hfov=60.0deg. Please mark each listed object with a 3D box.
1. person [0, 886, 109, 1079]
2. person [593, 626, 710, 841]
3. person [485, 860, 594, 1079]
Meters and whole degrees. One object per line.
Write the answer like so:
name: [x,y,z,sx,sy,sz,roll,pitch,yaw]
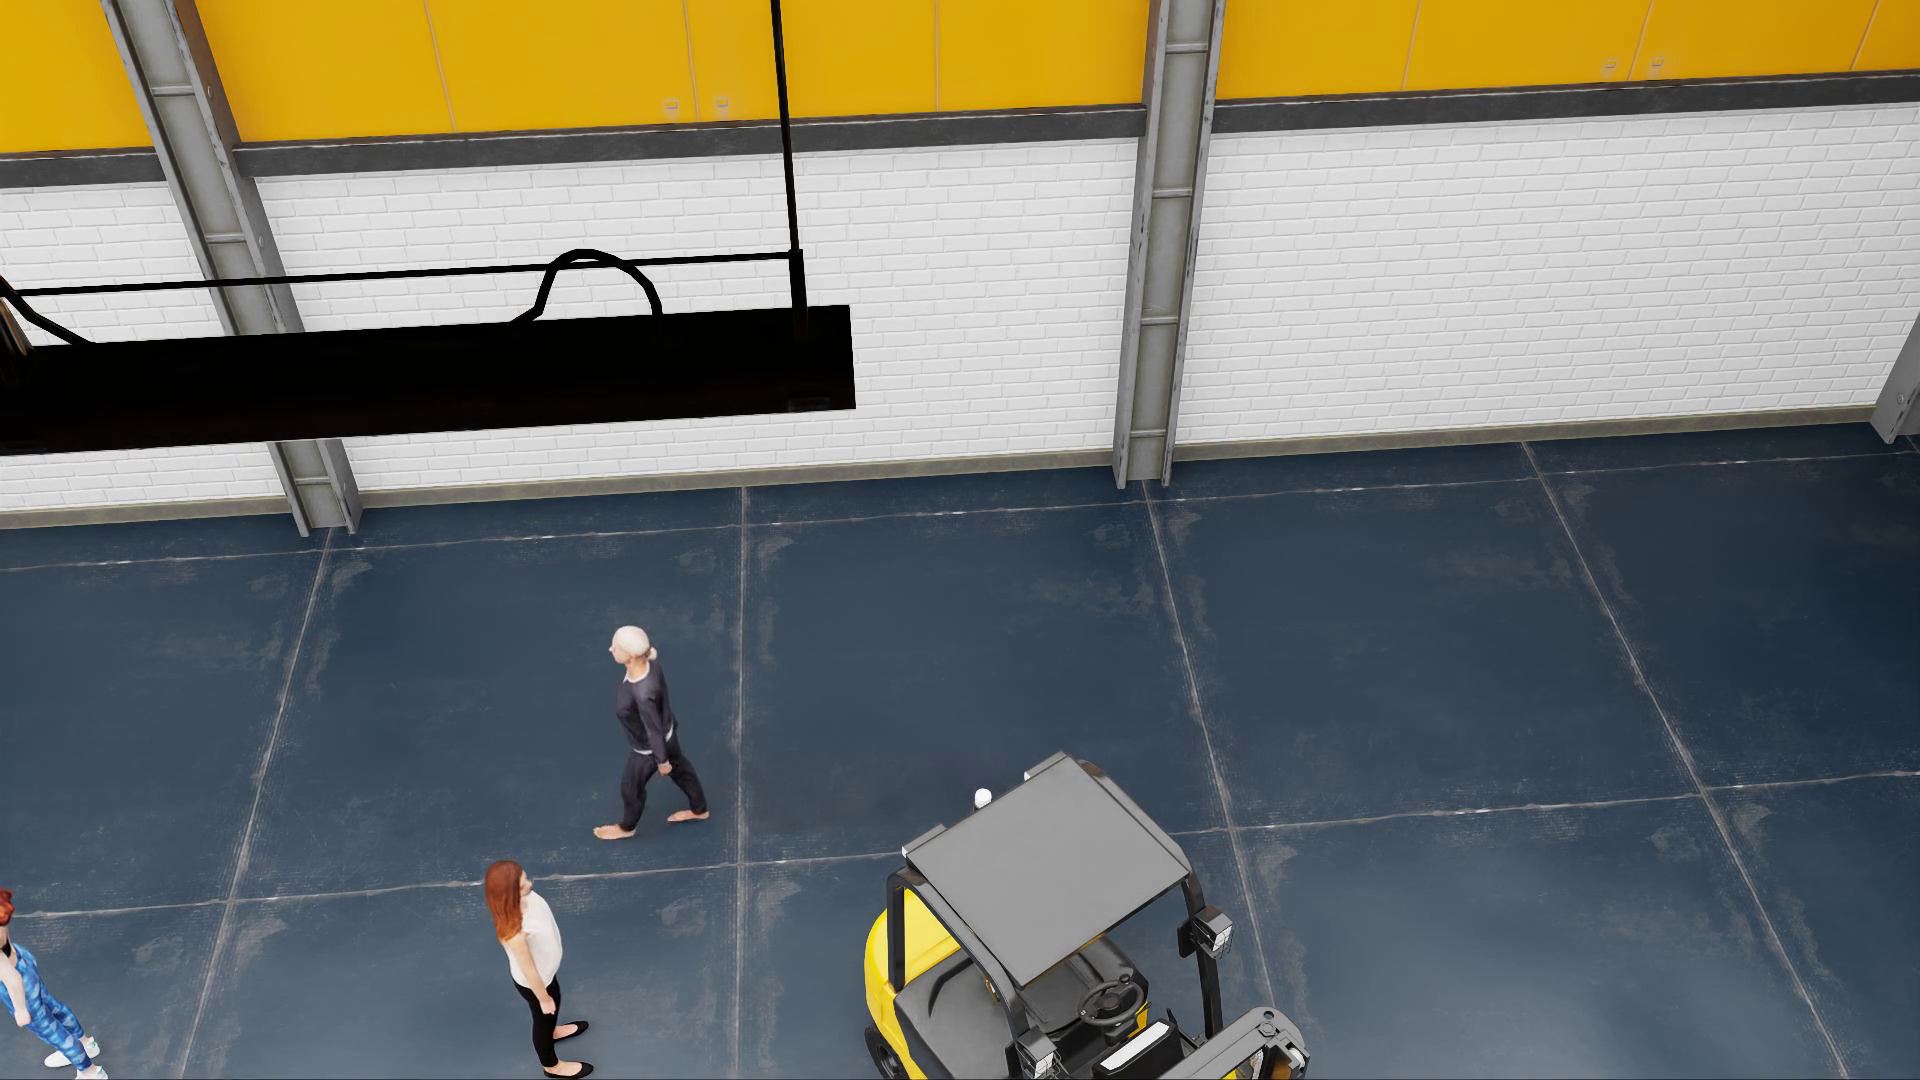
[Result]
person: [-4.754,2.249,8.409,0.708,1.785,0.667,-22,48,-21]
person: [-1.703,1.122,9.657,0.895,1.696,0.622,-3,44,-3]
person: [-2.183,2.190,8.517,0.551,1.721,0.617,-10,45,-11]
